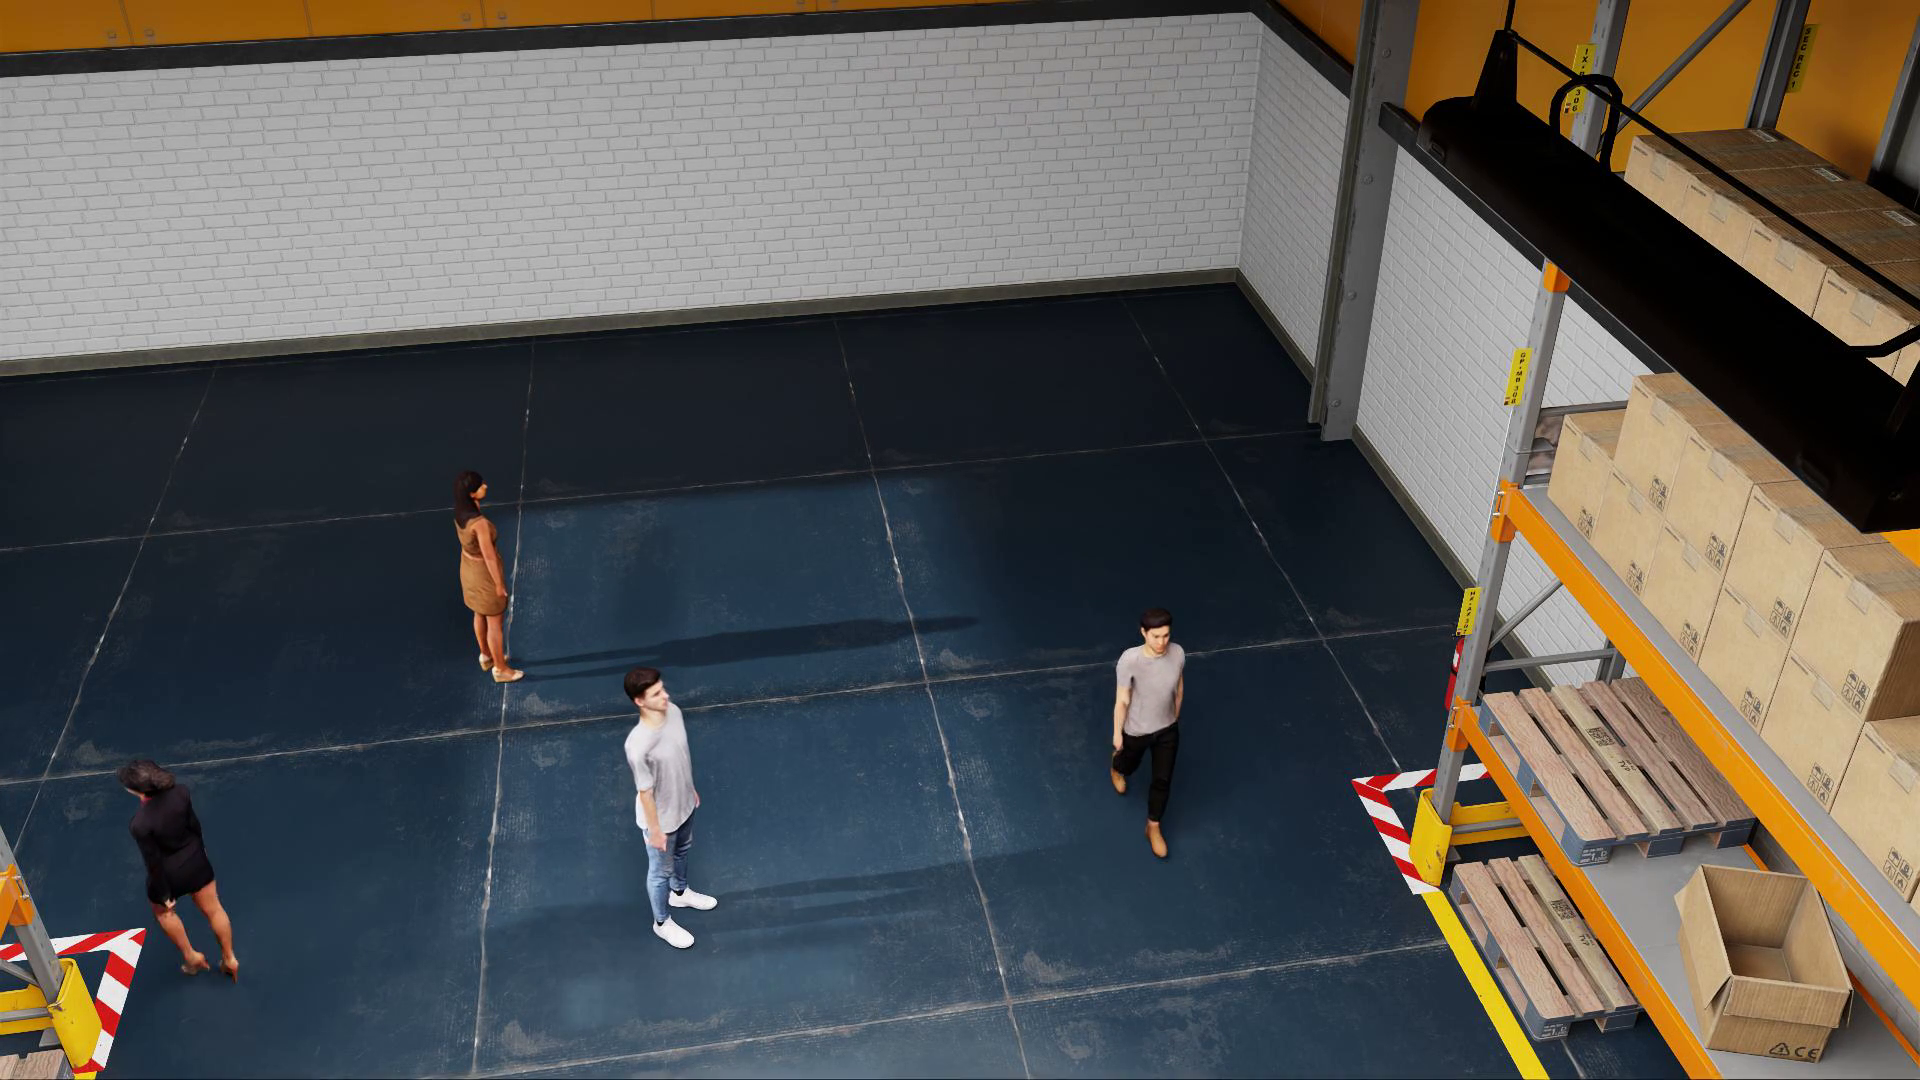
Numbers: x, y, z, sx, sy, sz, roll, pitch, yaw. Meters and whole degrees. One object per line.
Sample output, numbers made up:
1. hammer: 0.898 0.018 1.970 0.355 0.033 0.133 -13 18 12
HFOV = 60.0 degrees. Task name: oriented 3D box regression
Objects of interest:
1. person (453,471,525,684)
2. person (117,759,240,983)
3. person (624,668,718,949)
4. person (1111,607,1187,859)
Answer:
1. person: -3.339 0.251 11.652 0.699 1.689 0.588 -23 40 -31
2. person: -4.268 1.885 9.250 0.769 1.626 0.705 19 38 26
3. person: -1.697 1.507 9.576 0.812 1.894 0.676 10 35 14
4. person: 1.155 1.098 10.371 0.619 1.695 1.037 -7 34 -10
